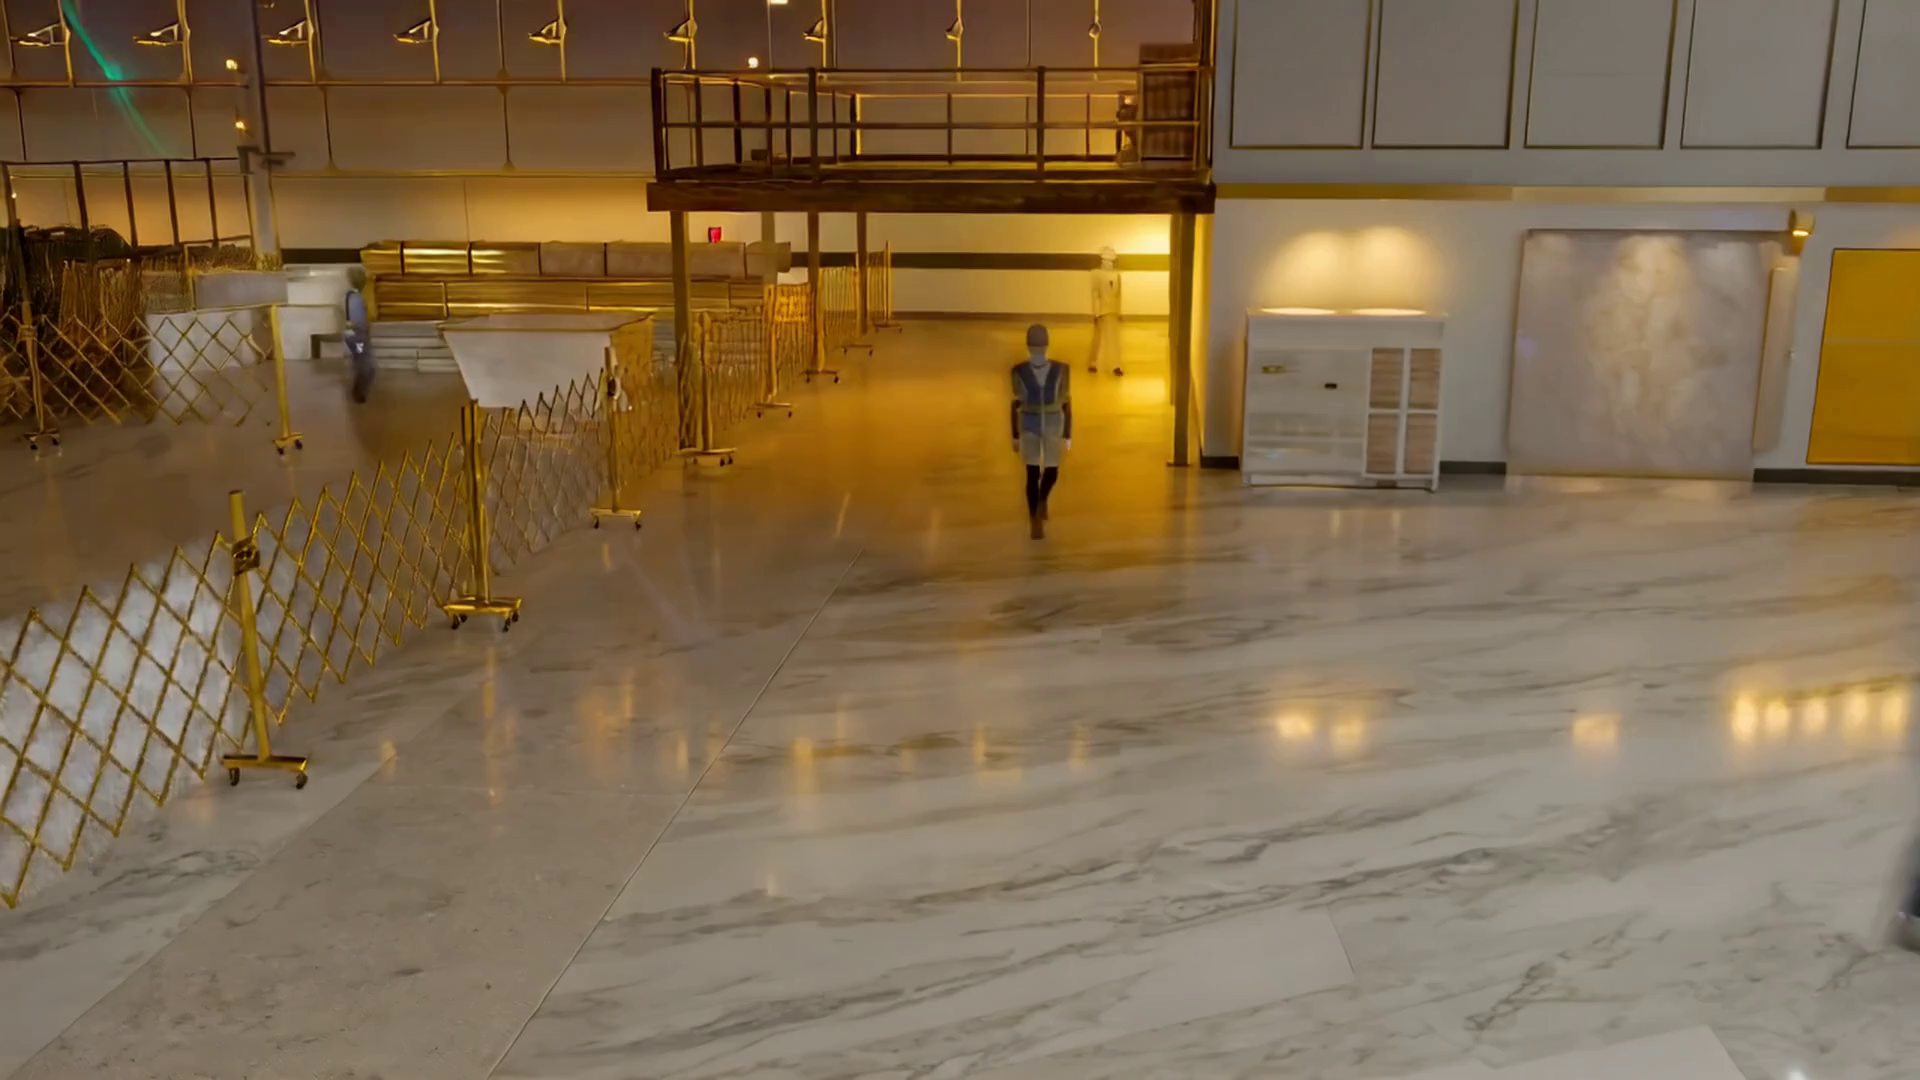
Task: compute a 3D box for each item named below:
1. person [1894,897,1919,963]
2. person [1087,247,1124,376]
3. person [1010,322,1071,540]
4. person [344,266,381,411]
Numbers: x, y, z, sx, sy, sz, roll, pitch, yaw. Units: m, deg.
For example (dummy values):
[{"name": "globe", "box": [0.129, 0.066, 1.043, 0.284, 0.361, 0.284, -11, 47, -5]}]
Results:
[{"name": "person", "box": [4.387, 0.945, 6.755, 0.632, 1.997, 0.970, -11, 18, -39]}, {"name": "person", "box": [2.179, -3.400, 24.778, 0.604, 1.926, 0.636, -7, 15, -25]}, {"name": "person", "box": [0.714, -1.012, 14.940, 0.542, 1.920, 0.782, -1, 14, -4]}, {"name": "person", "box": [-7.726, -2.589, 21.479, 0.416, 1.867, 0.620, -6, 15, -23]}]
